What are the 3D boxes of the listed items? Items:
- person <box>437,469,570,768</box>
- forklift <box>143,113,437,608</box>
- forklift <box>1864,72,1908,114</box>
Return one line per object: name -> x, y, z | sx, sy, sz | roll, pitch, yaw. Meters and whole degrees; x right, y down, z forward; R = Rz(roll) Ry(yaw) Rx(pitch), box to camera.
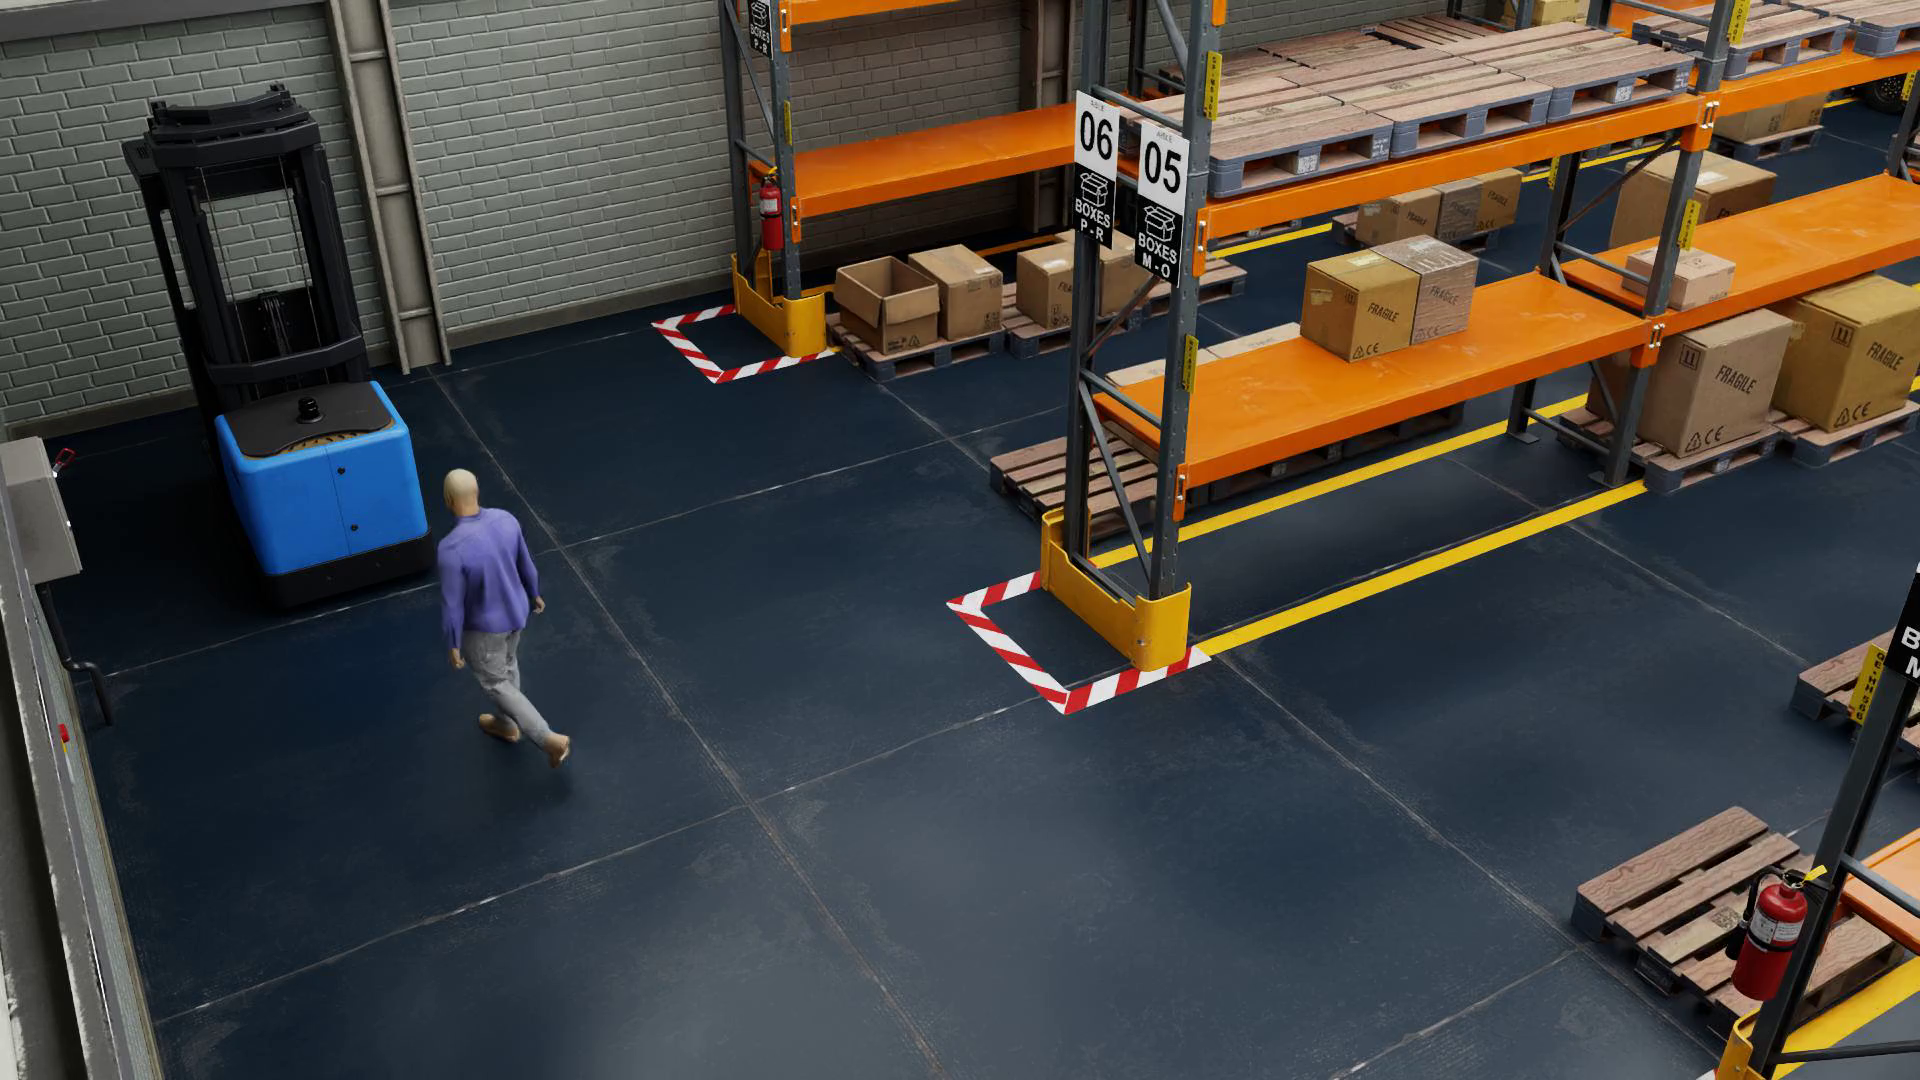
person -> -2.411, 0.445, 8.804 | 0.761, 1.759, 0.665 | 19, 36, 28
forklift -> -4.289, -1.259, 10.509 | 1.129, 2.768, 1.873 | -17, 36, -26
forklift -> 11.468, -5.645, 18.244 | 1.214, 2.155, 2.313 | -17, 36, -26
